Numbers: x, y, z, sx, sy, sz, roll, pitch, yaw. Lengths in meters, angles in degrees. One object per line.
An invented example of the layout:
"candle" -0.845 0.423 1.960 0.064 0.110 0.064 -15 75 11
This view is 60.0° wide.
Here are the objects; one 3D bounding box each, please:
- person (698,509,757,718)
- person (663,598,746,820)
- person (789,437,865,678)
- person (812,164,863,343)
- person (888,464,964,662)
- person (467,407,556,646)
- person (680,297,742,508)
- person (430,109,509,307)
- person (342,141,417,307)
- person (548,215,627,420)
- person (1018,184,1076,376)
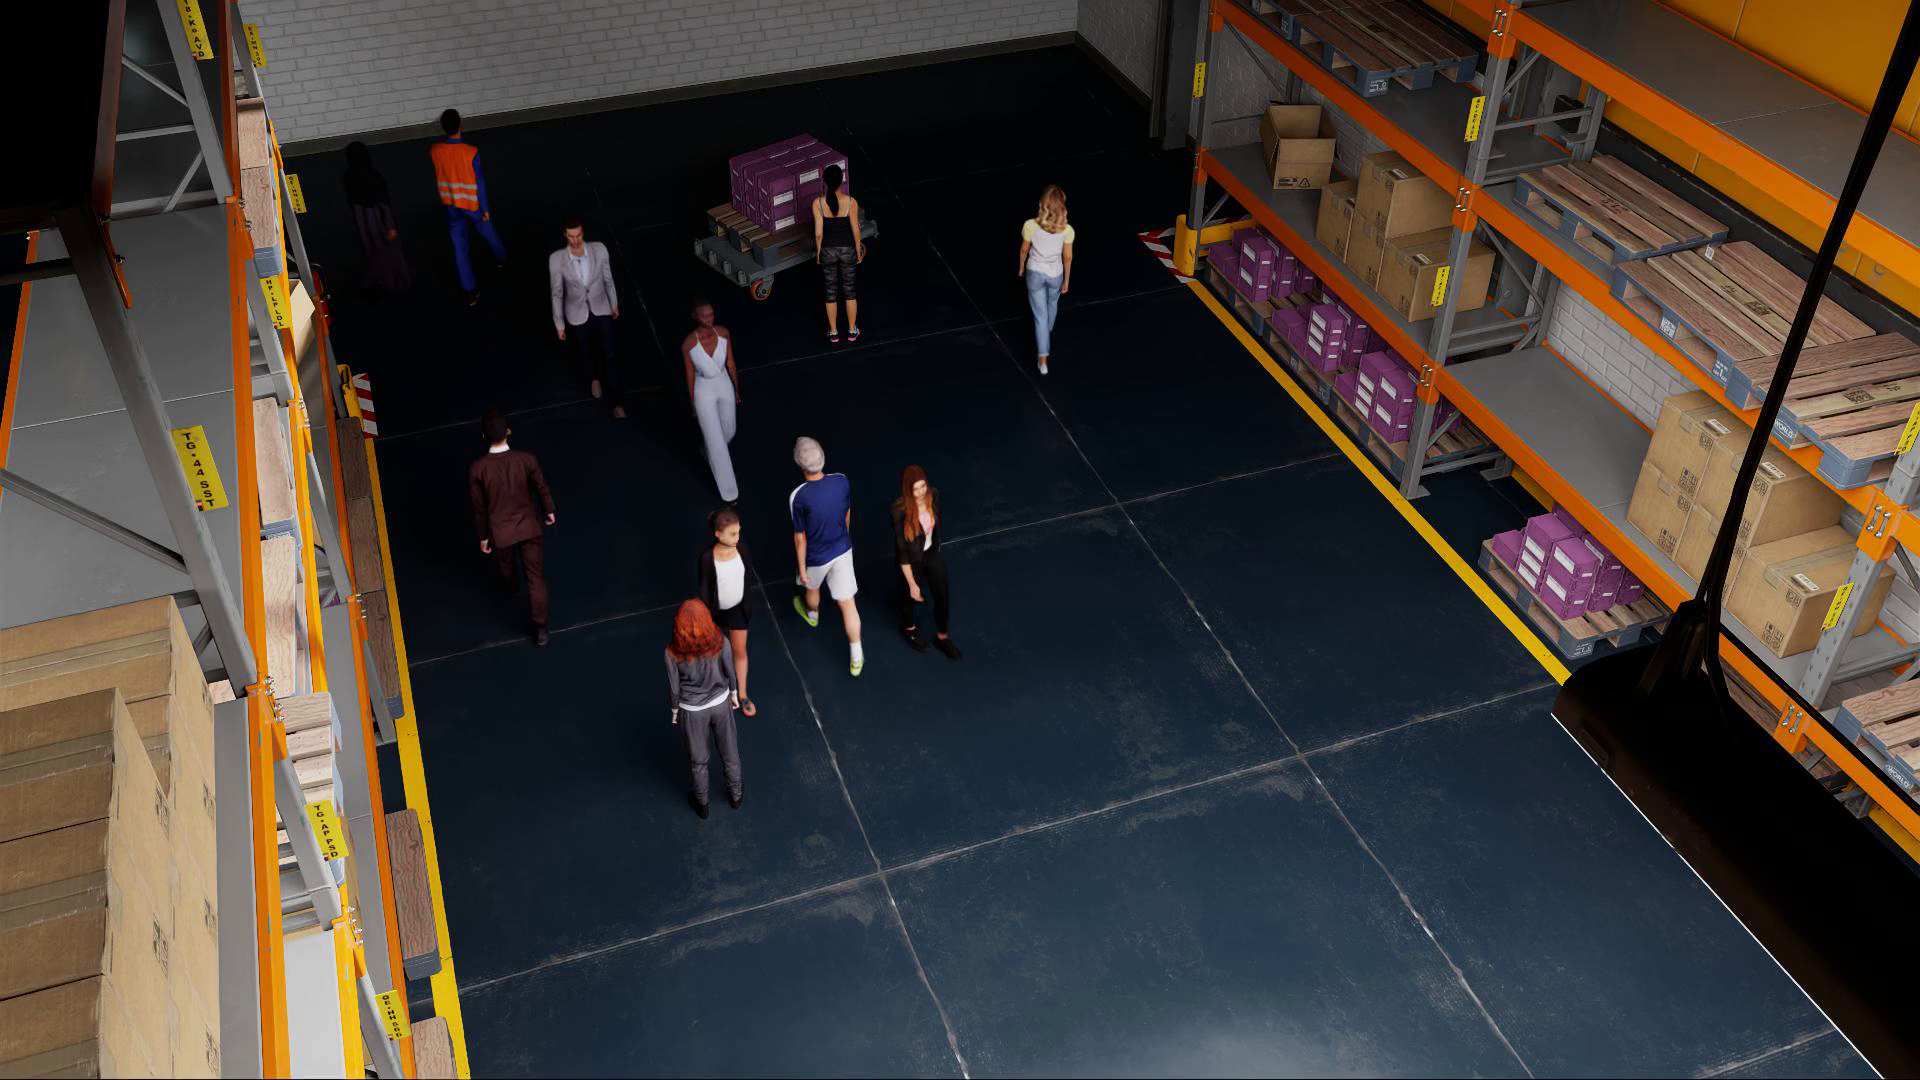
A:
"person" -1.643 0.395 11.449 0.564 1.518 1.044 -11 40 -13
"person" -1.597 1.053 10.416 0.573 1.780 0.484 -13 40 -15
"person" -0.901 0.156 11.535 0.798 1.784 1.211 -19 42 -22
"person" -1.101 -2.578 15.003 0.629 1.729 0.621 -3 39 -3
"person" -0.362 0.108 11.673 0.737 1.687 0.850 -28 46 -30
"person" -3.132 -0.037 11.742 0.745 1.827 1.120 -11 40 -14
"person" -1.987 -1.159 13.195 0.747 1.769 0.988 -24 45 -27
"person" -4.669 -3.067 15.555 0.988 1.803 1.326 2 39 2
"person" -5.521 -2.955 15.574 0.942 1.605 1.073 10 40 12
"person" -3.180 -1.980 14.188 0.763 1.811 1.108 -10 40 -12
"person" 0.745 -2.261 14.646 0.916 1.679 1.223 1 39 1
